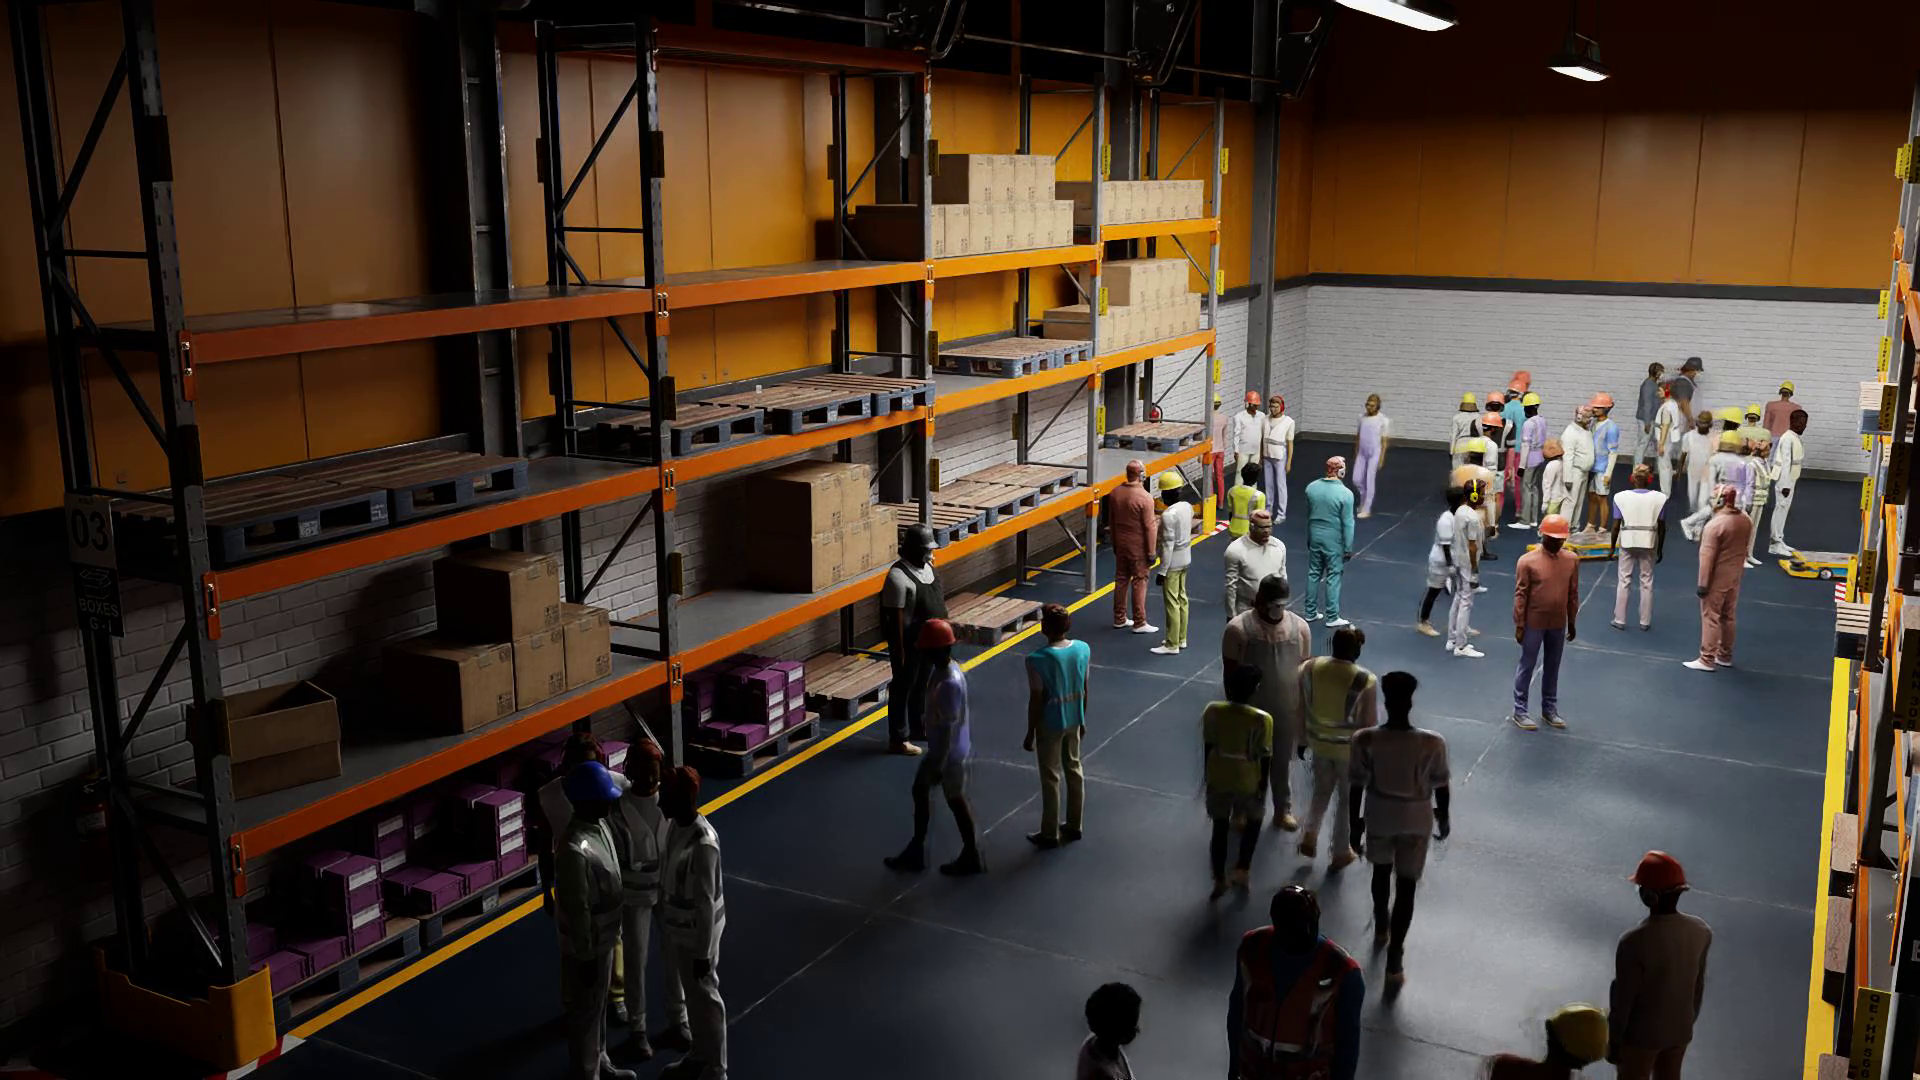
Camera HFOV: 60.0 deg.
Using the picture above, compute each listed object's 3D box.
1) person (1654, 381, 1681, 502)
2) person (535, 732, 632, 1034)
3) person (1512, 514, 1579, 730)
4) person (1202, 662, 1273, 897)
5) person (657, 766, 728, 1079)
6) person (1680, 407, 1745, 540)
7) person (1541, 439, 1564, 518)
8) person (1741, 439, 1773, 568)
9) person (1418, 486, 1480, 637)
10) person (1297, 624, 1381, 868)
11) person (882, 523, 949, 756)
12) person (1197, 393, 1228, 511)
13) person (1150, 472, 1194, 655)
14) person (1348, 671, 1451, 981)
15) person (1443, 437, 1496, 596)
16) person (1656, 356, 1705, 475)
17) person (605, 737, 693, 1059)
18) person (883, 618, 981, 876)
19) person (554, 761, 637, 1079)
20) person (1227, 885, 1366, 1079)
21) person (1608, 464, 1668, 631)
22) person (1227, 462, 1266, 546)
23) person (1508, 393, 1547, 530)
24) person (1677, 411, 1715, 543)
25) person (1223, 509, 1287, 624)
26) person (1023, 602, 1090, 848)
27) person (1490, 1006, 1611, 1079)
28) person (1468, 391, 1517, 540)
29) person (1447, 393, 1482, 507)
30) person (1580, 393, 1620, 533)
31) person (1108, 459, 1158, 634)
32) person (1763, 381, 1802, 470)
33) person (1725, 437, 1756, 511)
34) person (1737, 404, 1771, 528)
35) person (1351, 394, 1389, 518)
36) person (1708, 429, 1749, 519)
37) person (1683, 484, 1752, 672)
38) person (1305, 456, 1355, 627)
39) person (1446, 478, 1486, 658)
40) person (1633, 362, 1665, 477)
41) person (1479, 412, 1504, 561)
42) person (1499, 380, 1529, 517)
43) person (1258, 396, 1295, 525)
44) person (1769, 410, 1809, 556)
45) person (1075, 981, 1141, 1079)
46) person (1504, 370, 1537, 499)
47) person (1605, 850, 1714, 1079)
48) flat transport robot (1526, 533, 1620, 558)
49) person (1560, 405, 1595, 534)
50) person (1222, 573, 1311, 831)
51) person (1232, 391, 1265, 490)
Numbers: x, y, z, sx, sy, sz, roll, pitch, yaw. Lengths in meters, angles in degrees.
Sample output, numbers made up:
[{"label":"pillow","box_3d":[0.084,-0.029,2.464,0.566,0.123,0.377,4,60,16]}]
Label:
[{"label":"person","box_3d":[10.714,-1.486,25.233,0.387,1.837,0.561,7,14,28]},{"label":"person","box_3d":[-2.173,1.978,9.730,0.565,1.836,0.392,-5,14,-22]},{"label":"person","box_3d":[5.268,0.735,14.954,0.614,1.987,0.408,-3,13,-13]},{"label":"person","box_3d":[1.908,1.659,11.505,0.547,1.681,0.377,6,14,27]},{"label":"person","box_3d":[-1.447,2.115,9.006,0.339,1.882,0.578,-6,14,-24]},{"label":"person","box_3d":[10.108,-0.853,22.274,0.663,1.900,0.632,9,15,34]},{"label":"person","box_3d":[7.536,-0.481,21.212,0.286,1.625,0.495,8,15,31]},{"label":"person","box_3d":[10.095,-0.471,21.121,0.518,1.639,0.312,-12,17,-43]},{"label":"person","box_3d":[5.297,0.253,17.799,0.734,1.674,0.540,11,17,42]},{"label":"person","box_3d":[2.724,1.485,11.951,0.646,1.820,0.453,10,16,38]},{"label":"person","box_3d":[-0.360,0.832,14.384,0.536,2.000,0.683,6,14,26]},{"label":"person","box_3d":[3.704,-1.287,24.493,0.534,1.767,0.319,-9,15,-35]},{"label":"person","box_3d":[2.199,0.242,17.295,0.378,1.922,0.585,7,14,29]},{"label":"person","box_3d":[2.762,1.760,10.509,0.615,1.928,0.964,6,14,26]},{"label":"person","box_3d":[5.966,-0.254,19.575,0.733,1.897,0.614,-7,14,-27]},{"label":"person","box_3d":[11.965,-2.047,27.275,0.906,2.000,0.714,7,14,27]},{"label":"person","box_3d":[-1.759,2.017,9.451,0.584,1.879,0.363,-7,15,-30]},{"label":"person","box_3d":[-0.221,1.481,11.776,0.826,1.903,0.561,-2,13,-10]},{"label":"person","box_3d":[-1.960,2.109,8.878,0.391,1.948,0.605,-1,13,-3]},{"label":"person","box_3d":[1.497,2.446,7.608,0.626,1.844,0.429,8,15,32]},{"label":"person","box_3d":[7.387,0.091,18.158,0.563,1.837,0.389,3,13,13]},{"label":"person","box_3d":[3.304,-0.062,19.191,0.323,1.686,0.540,-11,17,-40]},{"label":"person","box_3d":[7.991,-1.106,23.356,0.394,1.913,0.591,10,16,39]},{"label":"person","box_3d":[10.137,-0.906,22.761,0.532,1.801,0.817,9,15,34]},{"label":"person","box_3d":[2.772,0.644,15.553,0.644,1.900,0.399,-5,13,-20]},{"label":"person","box_3d":[0.727,1.381,12.363,0.564,1.846,0.393,-9,15,-35]},{"label":"person","box_3d":[2.345,2.698,6.756,0.392,1.728,0.571,-12,17,-42]},{"label":"person","box_3d":[7.236,-1.013,22.684,0.611,2.030,0.410,3,13,15]},{"label":"person","box_3d":[7.519,-1.323,24.732,0.489,1.731,0.325,0,13,1]},{"label":"person","box_3d":[8.601,-0.971,22.446,0.387,2.045,0.605,-2,13,-9]},{"label":"person","box_3d":[1.912,0.067,18.114,0.409,1.905,0.651,-10,16,-38]},{"label":"person","box_3d":[12.790,-1.596,25.915,0.532,1.754,0.342,7,14,27]},{"label":"person","box_3d":[9.962,-0.512,21.334,0.319,1.633,0.522,0,13,0]},{"label":"person","box_3d":[11.051,-1.027,23.328,0.532,1.768,0.311,5,13,20]},{"label":"person","box_3d":[5.892,-1.203,23.977,0.542,1.824,0.393,11,17,41]},{"label":"person","box_3d":[9.848,-0.559,21.368,0.482,1.710,0.843,6,14,25]},{"label":"person","box_3d":[7.627,0.377,16.748,0.646,1.899,0.400,-7,15,-30]},{"label":"person","box_3d":[4.094,0.016,18.371,0.399,1.900,0.645,-10,16,-39]},{"label":"person","box_3d":[5.274,0.281,17.237,0.320,1.871,0.533,0,13,-2]},{"label":"person","box_3d":[11.179,-1.933,27.033,0.377,1.931,0.624,6,14,25]},{"label":"person","box_3d":[6.794,-0.698,21.502,0.389,1.925,0.550,-2,13,-8]},{"label":"person","box_3d":[8.042,-1.331,24.184,0.610,1.989,0.392,7,15,30]},{"label":"person","box_3d":[4.513,-1.145,23.707,0.395,1.836,0.559,-11,16,-39]},{"label":"person","box_3d":[10.852,-0.766,21.830,0.390,1.914,0.587,8,15,32]},{"label":"person","box_3d":[0.601,2.655,7.044,0.320,1.684,0.547,1,13,5]},{"label":"person","box_3d":[8.603,-1.630,25.539,0.628,1.995,0.433,-4,13,-19]},{"label":"person","box_3d":[3.389,2.367,8.182,0.567,1.744,0.353,-6,14,-24]},{"label":"flat transport robot","box_3d":[8.235,0.078,21.756,1.431,0.197,0.652,-3,13,-13]},{"label":"person","box_3d":[8.309,-0.877,22.375,0.400,1.896,0.653,11,17,41]},{"label":"person","box_3d":[2.338,1.224,12.631,0.681,2.000,0.535,-1,13,-3]},{"label":"person","box_3d":[4.338,-1.361,24.867,0.564,1.745,0.349,-5,14,-22]}]
